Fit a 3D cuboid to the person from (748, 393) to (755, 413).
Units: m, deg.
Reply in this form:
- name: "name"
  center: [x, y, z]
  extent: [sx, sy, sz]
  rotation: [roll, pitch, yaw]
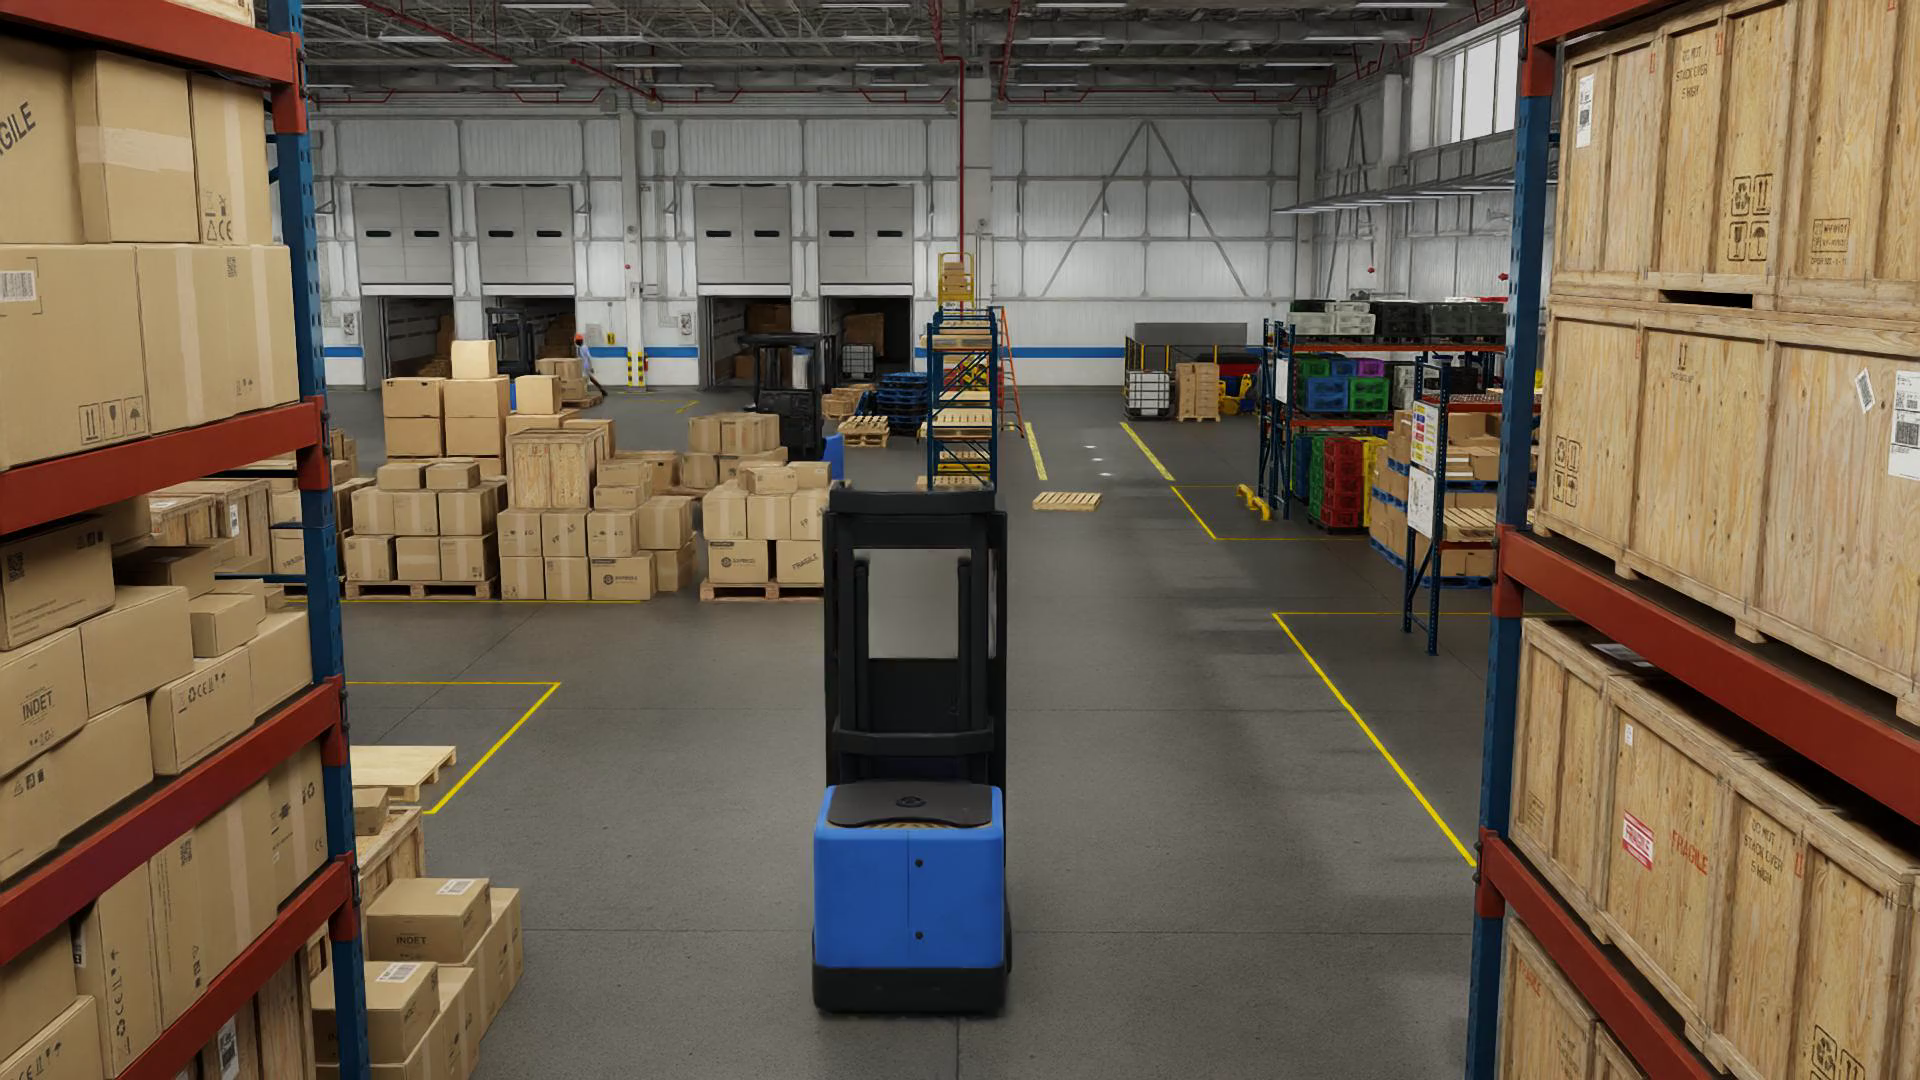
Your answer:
- name: "person"
  center: [-3.328, -1.595, 27.825]
  extent: [0.648, 1.869, 1.063]
  rotation: [7, 12, 33]

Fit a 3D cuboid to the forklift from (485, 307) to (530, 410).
- name: "forklift"
  center: [-10.754, -4.150, 39.646]
  extent: [1.129, 2.768, 1.873]
  rotation: [0, 10, 1]

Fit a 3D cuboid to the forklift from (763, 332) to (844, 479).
- name: "forklift"
  center: [-2.714, -2.017, 27.341]
  extent: [1.129, 2.768, 1.873]
  rotation: [3, 10, 17]

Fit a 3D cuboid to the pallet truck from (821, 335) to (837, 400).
- name: "pallet truck"
  center: [-3.021, -4.312, 43.126]
  extent: [1.885, 1.965, 0.823]
  rotation: [3, 10, 17]

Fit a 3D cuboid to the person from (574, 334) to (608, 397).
- name: "person"
  center: [-10.464, -4.893, 46.918]
  extent: [1.028, 1.866, 0.556]
  rotation: [-3, 10, -19]

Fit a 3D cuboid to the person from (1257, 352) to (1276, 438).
- name: "person"
  center: [6.921, -3.228, 37.048]
  extent: [0.628, 1.936, 0.375]
  rotation: [1, 10, 4]

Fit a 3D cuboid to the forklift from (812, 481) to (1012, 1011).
- name: "forklift"
  center: [-0.267, 1.051, 9.636]
  extent: [1.129, 2.768, 1.873]
  rotation: [0, 10, 1]
